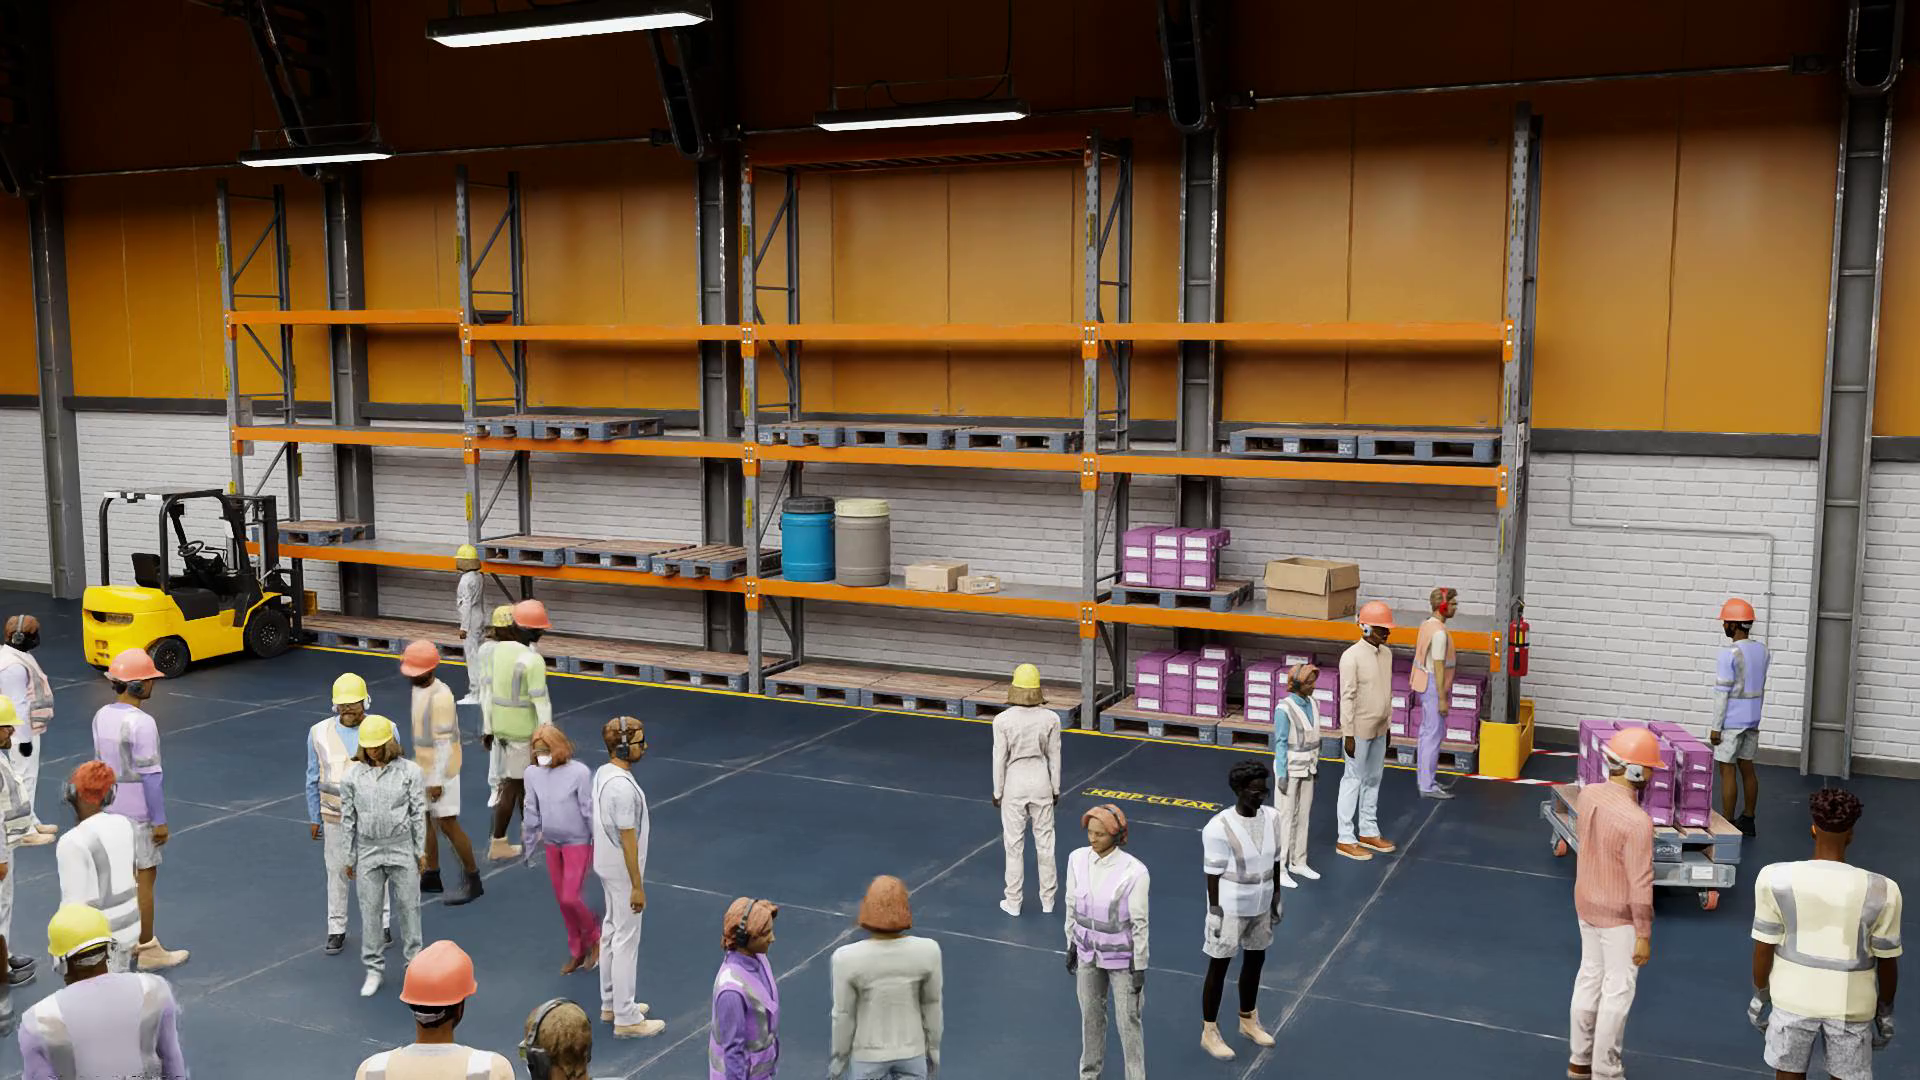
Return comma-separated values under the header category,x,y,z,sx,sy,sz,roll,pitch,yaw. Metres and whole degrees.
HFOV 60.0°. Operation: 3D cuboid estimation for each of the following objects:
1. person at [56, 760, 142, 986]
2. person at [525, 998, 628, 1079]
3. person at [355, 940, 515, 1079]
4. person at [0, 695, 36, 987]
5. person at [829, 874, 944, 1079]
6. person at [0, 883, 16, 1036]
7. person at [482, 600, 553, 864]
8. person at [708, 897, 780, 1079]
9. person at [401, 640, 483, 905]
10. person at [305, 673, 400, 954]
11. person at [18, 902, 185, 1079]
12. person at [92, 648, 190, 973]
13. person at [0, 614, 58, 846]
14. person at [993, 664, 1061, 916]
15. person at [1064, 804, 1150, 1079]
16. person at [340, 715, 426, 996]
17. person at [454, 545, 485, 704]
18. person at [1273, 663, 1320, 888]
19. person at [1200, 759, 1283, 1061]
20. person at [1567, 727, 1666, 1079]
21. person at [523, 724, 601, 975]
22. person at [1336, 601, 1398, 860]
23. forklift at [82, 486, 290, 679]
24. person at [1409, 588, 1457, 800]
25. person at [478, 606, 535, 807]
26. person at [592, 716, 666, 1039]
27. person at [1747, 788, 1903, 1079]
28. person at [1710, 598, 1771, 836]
category,x,y,z,sx,sy,sz,roll,pitch,yaw
person,-4.342,2.060,8.350,0.347,1.854,0.788,0,7,0
person,-1.224,2.393,5.259,0.371,1.930,0.637,4,8,29
person,-1.773,2.331,5.723,0.552,1.935,0.373,0,7,-3
person,-5.928,1.848,10.222,0.403,1.817,0.605,-5,8,-34
person,-0.328,2.292,7.360,0.526,1.628,0.278,-2,7,-15
person,-4.751,2.074,7.760,0.651,1.967,0.445,0,7,-3
person,-3.301,1.446,12.749,0.641,2.004,0.846,6,9,40
person,-0.920,2.315,7.114,0.313,1.630,0.528,1,7,4
person,-3.736,1.616,11.824,0.493,1.889,0.645,-4,8,-31
person,-3.936,1.765,10.825,0.597,1.832,0.404,-2,7,-18
person,-3.349,2.310,6.567,0.600,1.785,0.949,-7,10,-44
person,-5.201,1.697,10.520,0.608,2.044,0.392,5,9,36
person,-7.371,1.491,13.106,0.429,1.834,0.636,-4,8,-29
person,0.457,1.723,11.538,0.489,1.743,0.322,-1,7,-10
person,0.757,2.146,8.522,0.513,1.630,0.318,6,9,41
person,-3.494,1.906,10.093,0.490,1.730,0.325,-2,7,-14
person,-5.362,0.919,18.184,0.297,1.744,0.487,0,7,1
person,2.457,1.703,12.164,0.314,1.633,0.528,7,10,44
person,1.562,2.031,9.233,0.536,1.689,0.322,-4,8,-32
person,3.441,1.948,8.710,0.403,1.982,0.626,-1,7,-9
person,-2.478,1.924,10.389,0.530,1.605,0.380,3,7,23
person,3.148,1.452,12.802,0.615,1.988,0.398,-6,9,-42
forklift,-9.426,0.454,20.179,1.214,2.155,2.313,3,8,26
person,4.117,1.325,14.461,0.401,1.841,0.568,1,7,8
person,-3.846,1.413,14.152,0.481,1.735,0.330,0,7,-3
person,-1.917,1.916,9.525,0.336,1.845,0.514,-4,8,-27
person,3.930,2.091,7.582,0.611,1.965,0.362,3,8,24
person,6.170,1.425,13.261,0.543,1.929,0.386,-4,8,-30
